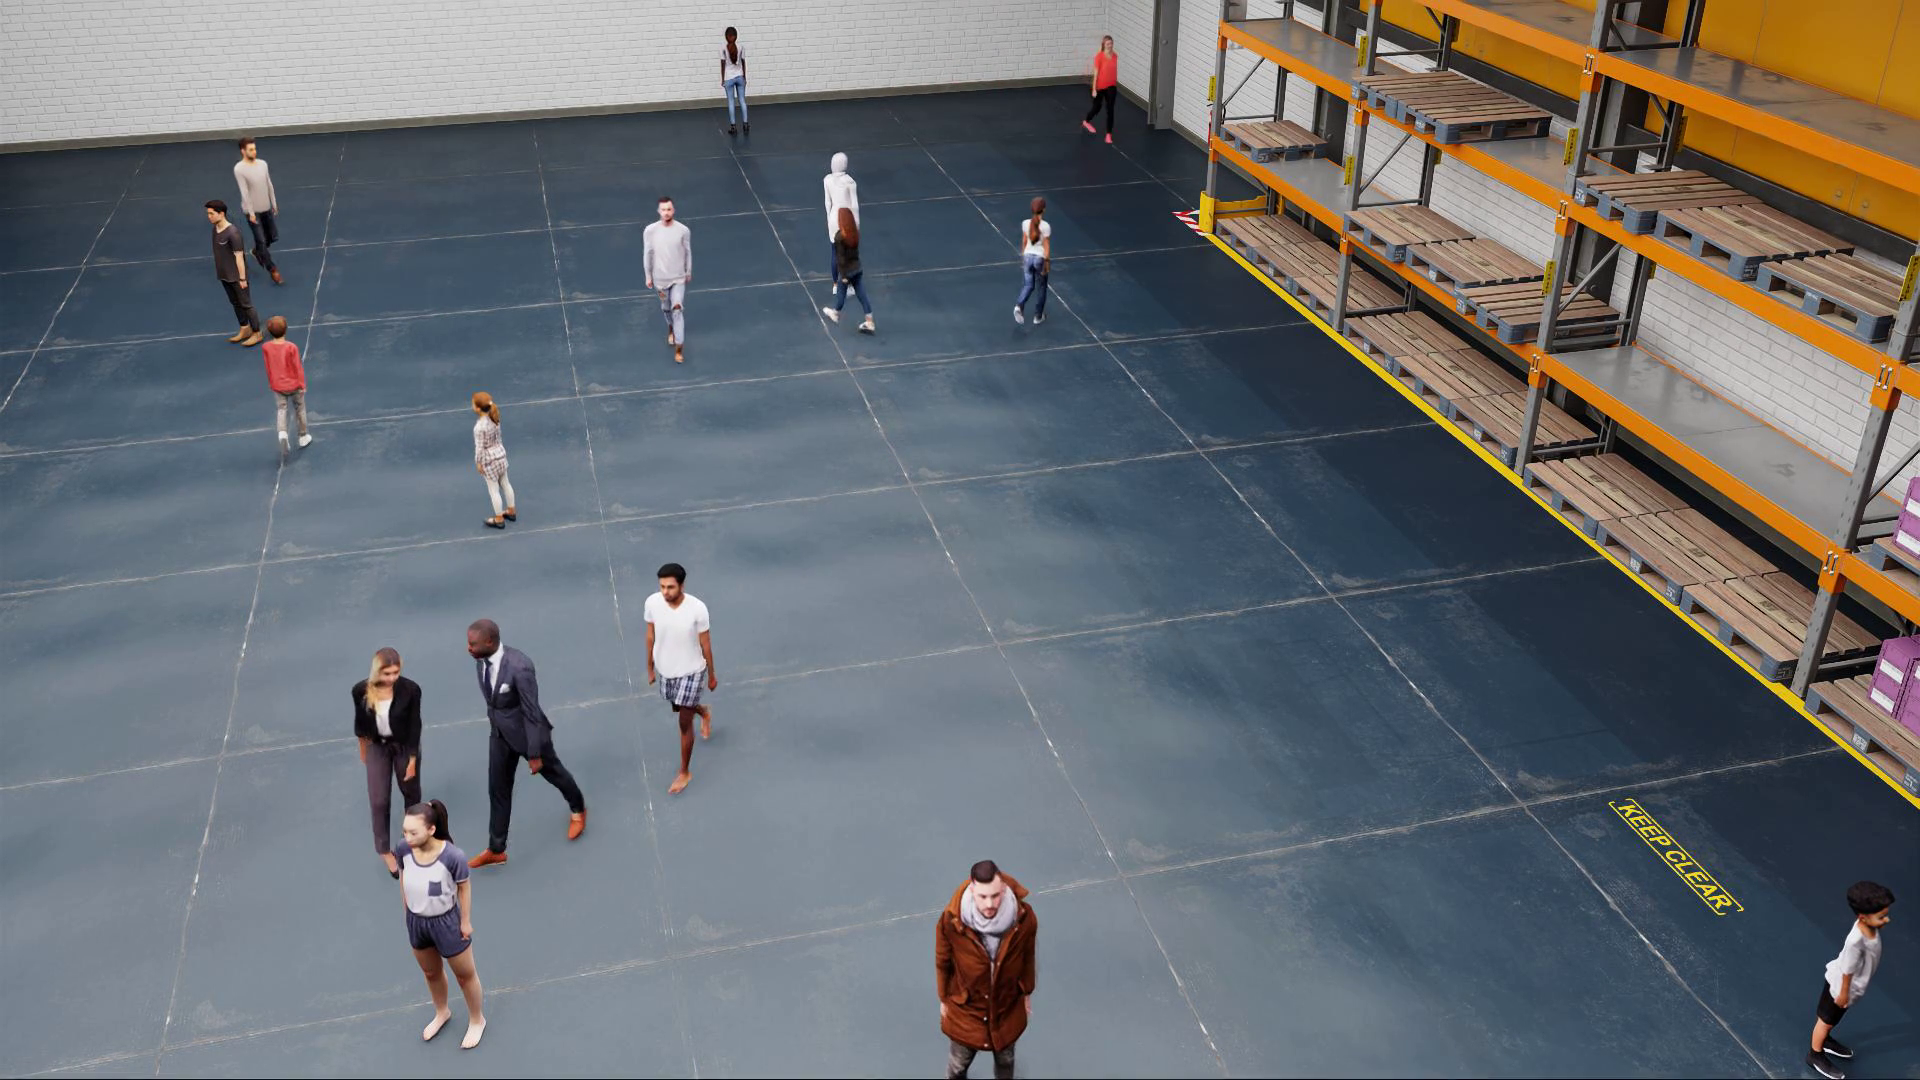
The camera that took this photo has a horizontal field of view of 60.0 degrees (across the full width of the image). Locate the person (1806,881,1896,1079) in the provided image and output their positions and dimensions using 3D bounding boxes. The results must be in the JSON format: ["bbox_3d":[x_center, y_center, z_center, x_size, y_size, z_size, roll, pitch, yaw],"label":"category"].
[{"bbox_3d":[5.005,2.448,9.377,0.629,1.262,0.580,21,35,34],"label":"person"}]

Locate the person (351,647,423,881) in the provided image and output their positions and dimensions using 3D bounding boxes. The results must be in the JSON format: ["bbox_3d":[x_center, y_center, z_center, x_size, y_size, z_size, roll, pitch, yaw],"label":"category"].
[{"bbox_3d":[-3.708,1.370,10.967,0.654,1.632,0.882,-3,29,-6],"label":"person"}]

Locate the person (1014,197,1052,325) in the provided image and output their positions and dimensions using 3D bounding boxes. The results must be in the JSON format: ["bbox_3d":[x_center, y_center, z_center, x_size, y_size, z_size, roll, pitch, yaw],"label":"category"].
[{"bbox_3d":[0.861,-3.239,19.512,0.851,1.541,0.905,16,32,27],"label":"person"}]

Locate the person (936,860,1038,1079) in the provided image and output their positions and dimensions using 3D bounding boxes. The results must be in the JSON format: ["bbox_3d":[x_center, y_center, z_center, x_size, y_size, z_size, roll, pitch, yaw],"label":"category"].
[{"bbox_3d":[0.127,2.440,8.790,0.700,1.839,0.692,-6,29,-11],"label":"person"}]

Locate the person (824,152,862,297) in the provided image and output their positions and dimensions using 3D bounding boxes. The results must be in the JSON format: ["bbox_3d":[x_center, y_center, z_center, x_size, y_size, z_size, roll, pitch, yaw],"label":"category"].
[{"bbox_3d":[-1.448,-3.887,20.455,0.686,1.775,0.731,13,31,23],"label":"person"}]

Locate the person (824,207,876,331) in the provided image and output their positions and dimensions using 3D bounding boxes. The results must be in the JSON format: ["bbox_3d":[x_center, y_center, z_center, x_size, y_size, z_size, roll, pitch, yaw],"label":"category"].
[{"bbox_3d":[-1.229,-3.123,19.405,1.077,1.439,0.927,21,35,34],"label":"person"}]

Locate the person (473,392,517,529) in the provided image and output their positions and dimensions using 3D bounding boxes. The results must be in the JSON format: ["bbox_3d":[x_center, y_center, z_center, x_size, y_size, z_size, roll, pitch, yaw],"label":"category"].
[{"bbox_3d":[-4.254,-0.744,15.181,0.660,1.309,0.582,11,30,19],"label":"person"}]

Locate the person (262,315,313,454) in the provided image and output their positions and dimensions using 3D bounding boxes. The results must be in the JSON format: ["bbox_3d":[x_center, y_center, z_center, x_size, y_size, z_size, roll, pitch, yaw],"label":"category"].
[{"bbox_3d":[-6.715,-1.528,16.519,0.601,1.403,0.798,-2,29,-4],"label":"person"}]

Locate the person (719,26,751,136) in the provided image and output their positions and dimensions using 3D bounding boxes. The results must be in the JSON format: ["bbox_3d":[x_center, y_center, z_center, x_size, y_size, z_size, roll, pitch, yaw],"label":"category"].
[{"bbox_3d":[-3.685,-7.507,27.149,0.605,1.719,0.556,-11,31,-20],"label":"person"}]

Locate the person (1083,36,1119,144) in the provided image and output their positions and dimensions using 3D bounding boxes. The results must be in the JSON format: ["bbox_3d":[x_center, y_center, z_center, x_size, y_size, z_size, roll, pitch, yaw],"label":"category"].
[{"bbox_3d":[2.279,-7.254,26.743,0.681,1.665,1.068,-14,32,-24],"label":"person"}]

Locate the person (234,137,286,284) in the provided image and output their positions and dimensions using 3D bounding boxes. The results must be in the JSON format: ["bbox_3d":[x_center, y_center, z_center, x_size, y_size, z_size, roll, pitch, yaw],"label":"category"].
[{"bbox_3d":[-8.851,-4.141,20.846,1.052,1.847,0.957,18,34,30],"label":"person"}]

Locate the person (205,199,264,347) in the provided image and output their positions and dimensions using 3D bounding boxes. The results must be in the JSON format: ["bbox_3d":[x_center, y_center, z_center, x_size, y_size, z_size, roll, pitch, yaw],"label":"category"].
[{"bbox_3d":[-8.310,-3.078,19.038,0.662,1.711,0.753,22,35,34],"label":"person"}]

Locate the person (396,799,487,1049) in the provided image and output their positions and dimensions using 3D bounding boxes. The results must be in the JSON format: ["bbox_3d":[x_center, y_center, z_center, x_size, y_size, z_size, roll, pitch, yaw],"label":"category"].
[{"bbox_3d":[-2.965,2.176,9.470,0.673,1.650,0.684,8,30,14],"label":"person"}]

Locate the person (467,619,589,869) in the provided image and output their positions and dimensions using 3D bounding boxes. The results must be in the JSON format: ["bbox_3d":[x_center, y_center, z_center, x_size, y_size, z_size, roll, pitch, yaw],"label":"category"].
[{"bbox_3d":[-2.846,1.273,10.993,1.256,1.777,1.296,15,32,25],"label":"person"}]

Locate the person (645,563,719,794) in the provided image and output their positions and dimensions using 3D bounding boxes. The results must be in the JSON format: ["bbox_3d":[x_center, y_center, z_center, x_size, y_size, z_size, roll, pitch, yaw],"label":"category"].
[{"bbox_3d":[-1.943,0.874,11.797,1.015,1.708,1.176,9,30,16],"label":"person"}]

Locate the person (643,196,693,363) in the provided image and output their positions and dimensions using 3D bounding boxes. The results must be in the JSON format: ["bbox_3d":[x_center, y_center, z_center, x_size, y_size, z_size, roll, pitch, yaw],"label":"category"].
[{"bbox_3d":[-3.296,-2.992,18.787,0.839,1.802,1.223,-2,29,-4],"label":"person"}]
